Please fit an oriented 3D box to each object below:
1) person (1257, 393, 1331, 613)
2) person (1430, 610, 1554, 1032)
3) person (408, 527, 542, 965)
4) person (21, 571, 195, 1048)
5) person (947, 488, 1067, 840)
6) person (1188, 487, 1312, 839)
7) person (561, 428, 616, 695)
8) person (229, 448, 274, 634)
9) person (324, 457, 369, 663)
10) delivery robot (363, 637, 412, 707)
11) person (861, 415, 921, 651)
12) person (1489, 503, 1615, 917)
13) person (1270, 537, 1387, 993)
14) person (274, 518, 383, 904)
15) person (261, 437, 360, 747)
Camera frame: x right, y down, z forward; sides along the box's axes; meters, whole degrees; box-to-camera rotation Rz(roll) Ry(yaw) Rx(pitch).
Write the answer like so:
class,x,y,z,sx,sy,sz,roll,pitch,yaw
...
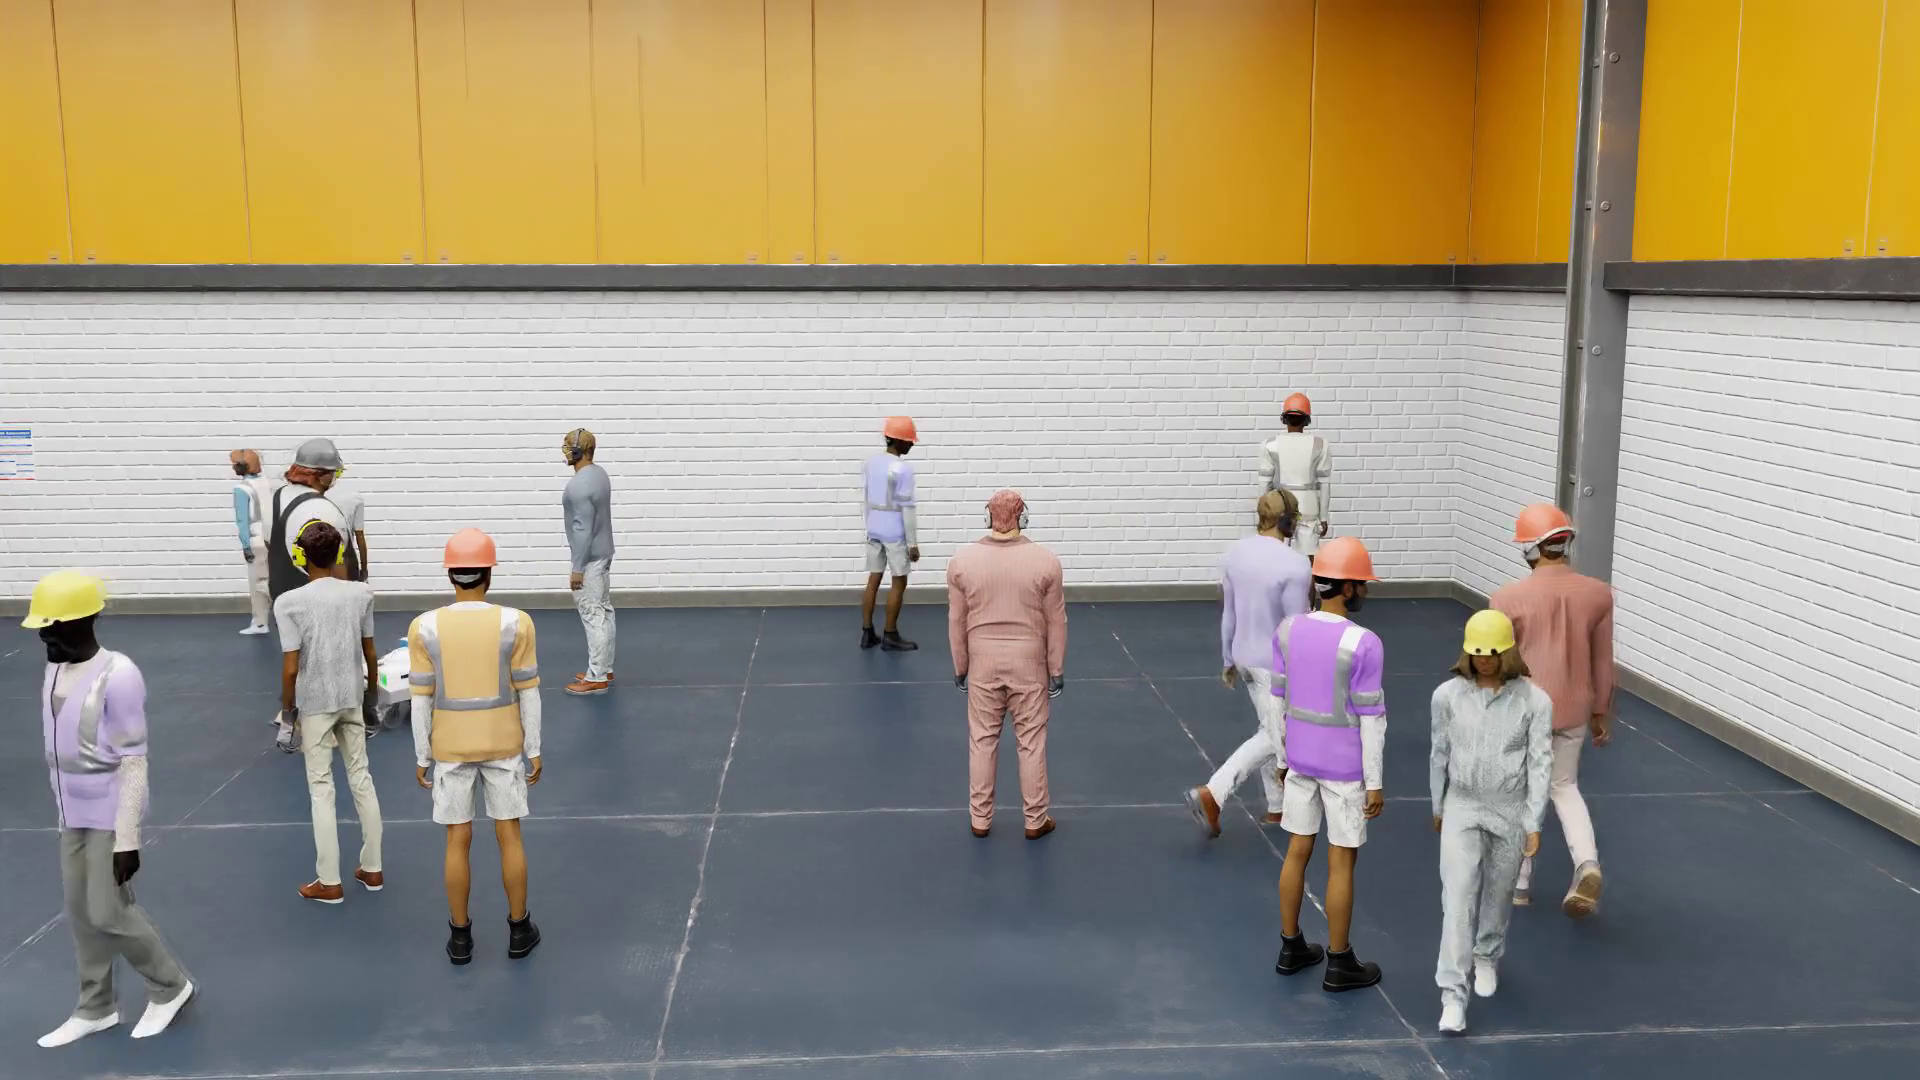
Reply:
class,x,y,z,sx,sy,sz,roll,pitch,yaw
person,2.834,-0.228,14.136,0.607,2.045,0.390,2,9,11
person,2.142,1.124,6.751,0.491,1.692,0.876,3,10,18
person,-2.133,0.905,7.368,0.552,1.932,0.377,-2,9,-13
person,-3.364,1.054,6.536,0.599,1.915,0.503,6,11,35
person,0.260,0.669,8.949,0.642,1.906,0.410,2,9,10
person,1.595,0.665,8.941,0.809,1.913,0.638,-4,10,-26
person,-2.702,0.154,12.070,0.377,1.940,0.628,0,9,3
person,-5.758,0.033,13.879,0.664,1.615,0.520,1,9,5
person,-4.360,0.275,11.523,0.517,1.873,0.334,-4,10,-26
delivery robot,-3.755,0.906,11.383,0.477,0.478,0.707,6,11,34
person,-0.569,-0.043,13.441,0.453,1.908,0.590,-8,12,-40
person,2.798,0.816,7.836,0.653,1.966,0.652,-1,9,-7
person,1.589,0.946,7.109,0.369,1.933,0.551,-8,12,-40
person,-3.064,0.825,8.073,0.319,1.870,0.521,8,12,42
person,-4.093,0.335,10.613,0.699,2.000,0.543,7,11,37
